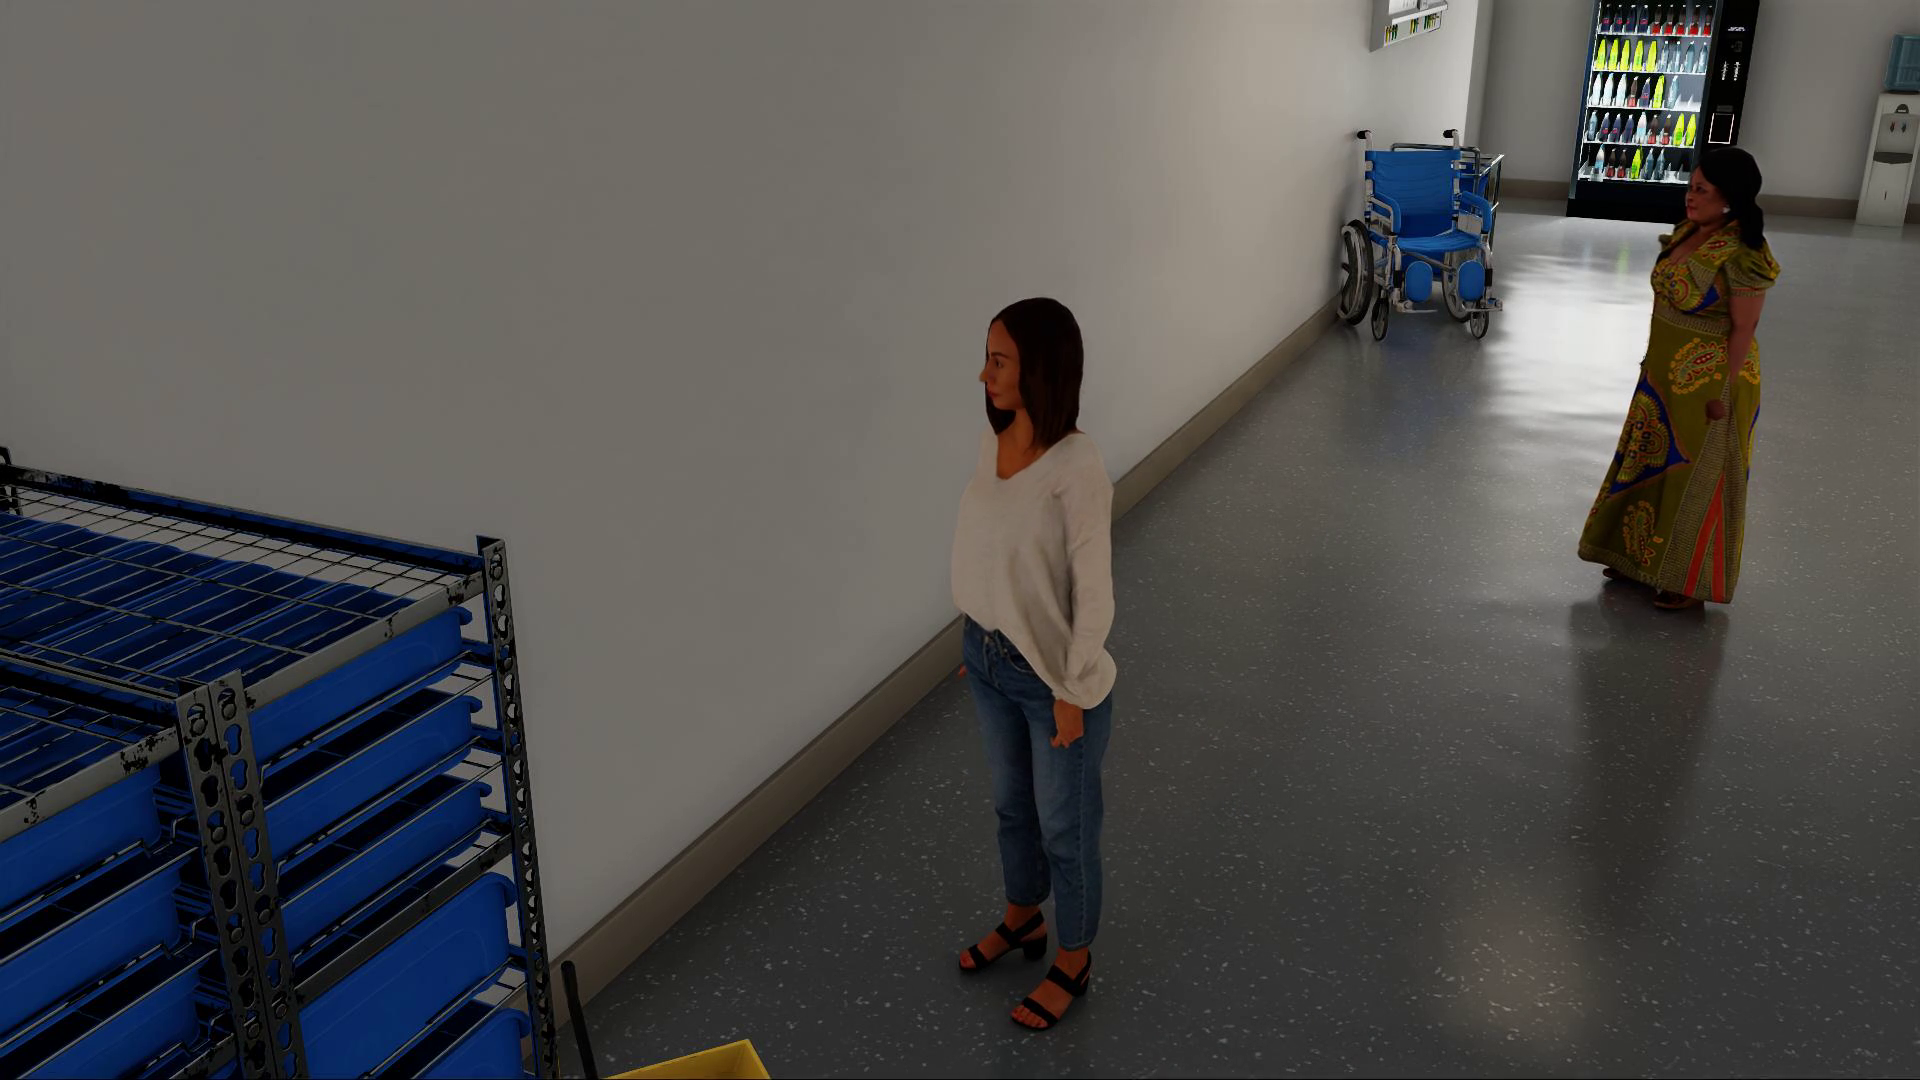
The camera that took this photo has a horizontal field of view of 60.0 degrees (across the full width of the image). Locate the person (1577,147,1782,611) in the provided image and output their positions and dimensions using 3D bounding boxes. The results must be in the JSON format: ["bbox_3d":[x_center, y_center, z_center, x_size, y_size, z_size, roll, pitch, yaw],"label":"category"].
[{"bbox_3d":[2.643,-0.578,5.985,1.043,1.659,1.005,-5,21,-14],"label":"person"}]

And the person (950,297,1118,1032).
[{"bbox_3d":[0.179,0.282,3.685,0.767,1.680,0.667,-12,24,-28],"label":"person"}]
